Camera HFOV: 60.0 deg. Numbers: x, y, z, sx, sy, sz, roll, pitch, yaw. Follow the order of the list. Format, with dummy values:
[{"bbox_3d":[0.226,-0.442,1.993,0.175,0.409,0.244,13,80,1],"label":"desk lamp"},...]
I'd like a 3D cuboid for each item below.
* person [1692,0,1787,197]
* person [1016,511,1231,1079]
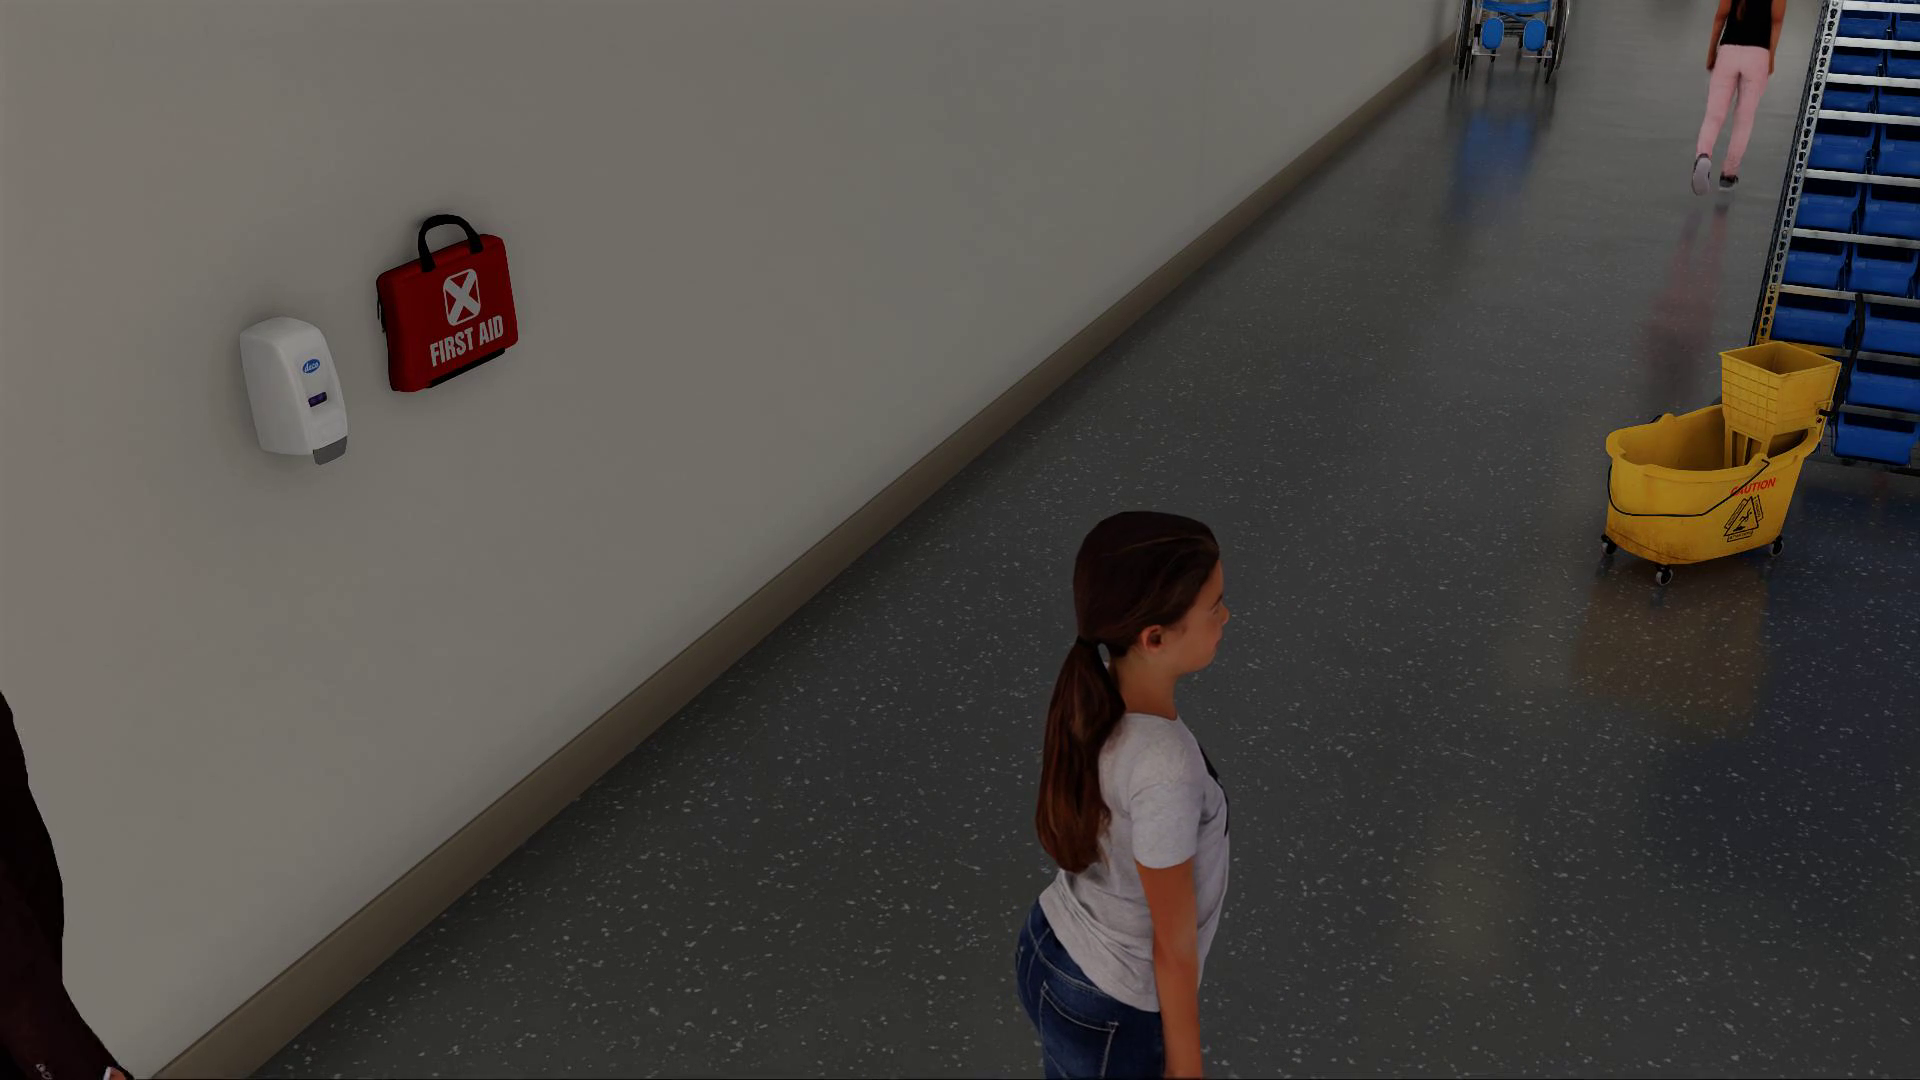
[{"bbox_3d":[4.471,-2.723,9.529,0.873,1.544,0.642,16,30,29],"label":"person"},{"bbox_3d":[0.234,0.665,2.483,0.674,1.562,0.623,-7,27,-15],"label":"person"}]
